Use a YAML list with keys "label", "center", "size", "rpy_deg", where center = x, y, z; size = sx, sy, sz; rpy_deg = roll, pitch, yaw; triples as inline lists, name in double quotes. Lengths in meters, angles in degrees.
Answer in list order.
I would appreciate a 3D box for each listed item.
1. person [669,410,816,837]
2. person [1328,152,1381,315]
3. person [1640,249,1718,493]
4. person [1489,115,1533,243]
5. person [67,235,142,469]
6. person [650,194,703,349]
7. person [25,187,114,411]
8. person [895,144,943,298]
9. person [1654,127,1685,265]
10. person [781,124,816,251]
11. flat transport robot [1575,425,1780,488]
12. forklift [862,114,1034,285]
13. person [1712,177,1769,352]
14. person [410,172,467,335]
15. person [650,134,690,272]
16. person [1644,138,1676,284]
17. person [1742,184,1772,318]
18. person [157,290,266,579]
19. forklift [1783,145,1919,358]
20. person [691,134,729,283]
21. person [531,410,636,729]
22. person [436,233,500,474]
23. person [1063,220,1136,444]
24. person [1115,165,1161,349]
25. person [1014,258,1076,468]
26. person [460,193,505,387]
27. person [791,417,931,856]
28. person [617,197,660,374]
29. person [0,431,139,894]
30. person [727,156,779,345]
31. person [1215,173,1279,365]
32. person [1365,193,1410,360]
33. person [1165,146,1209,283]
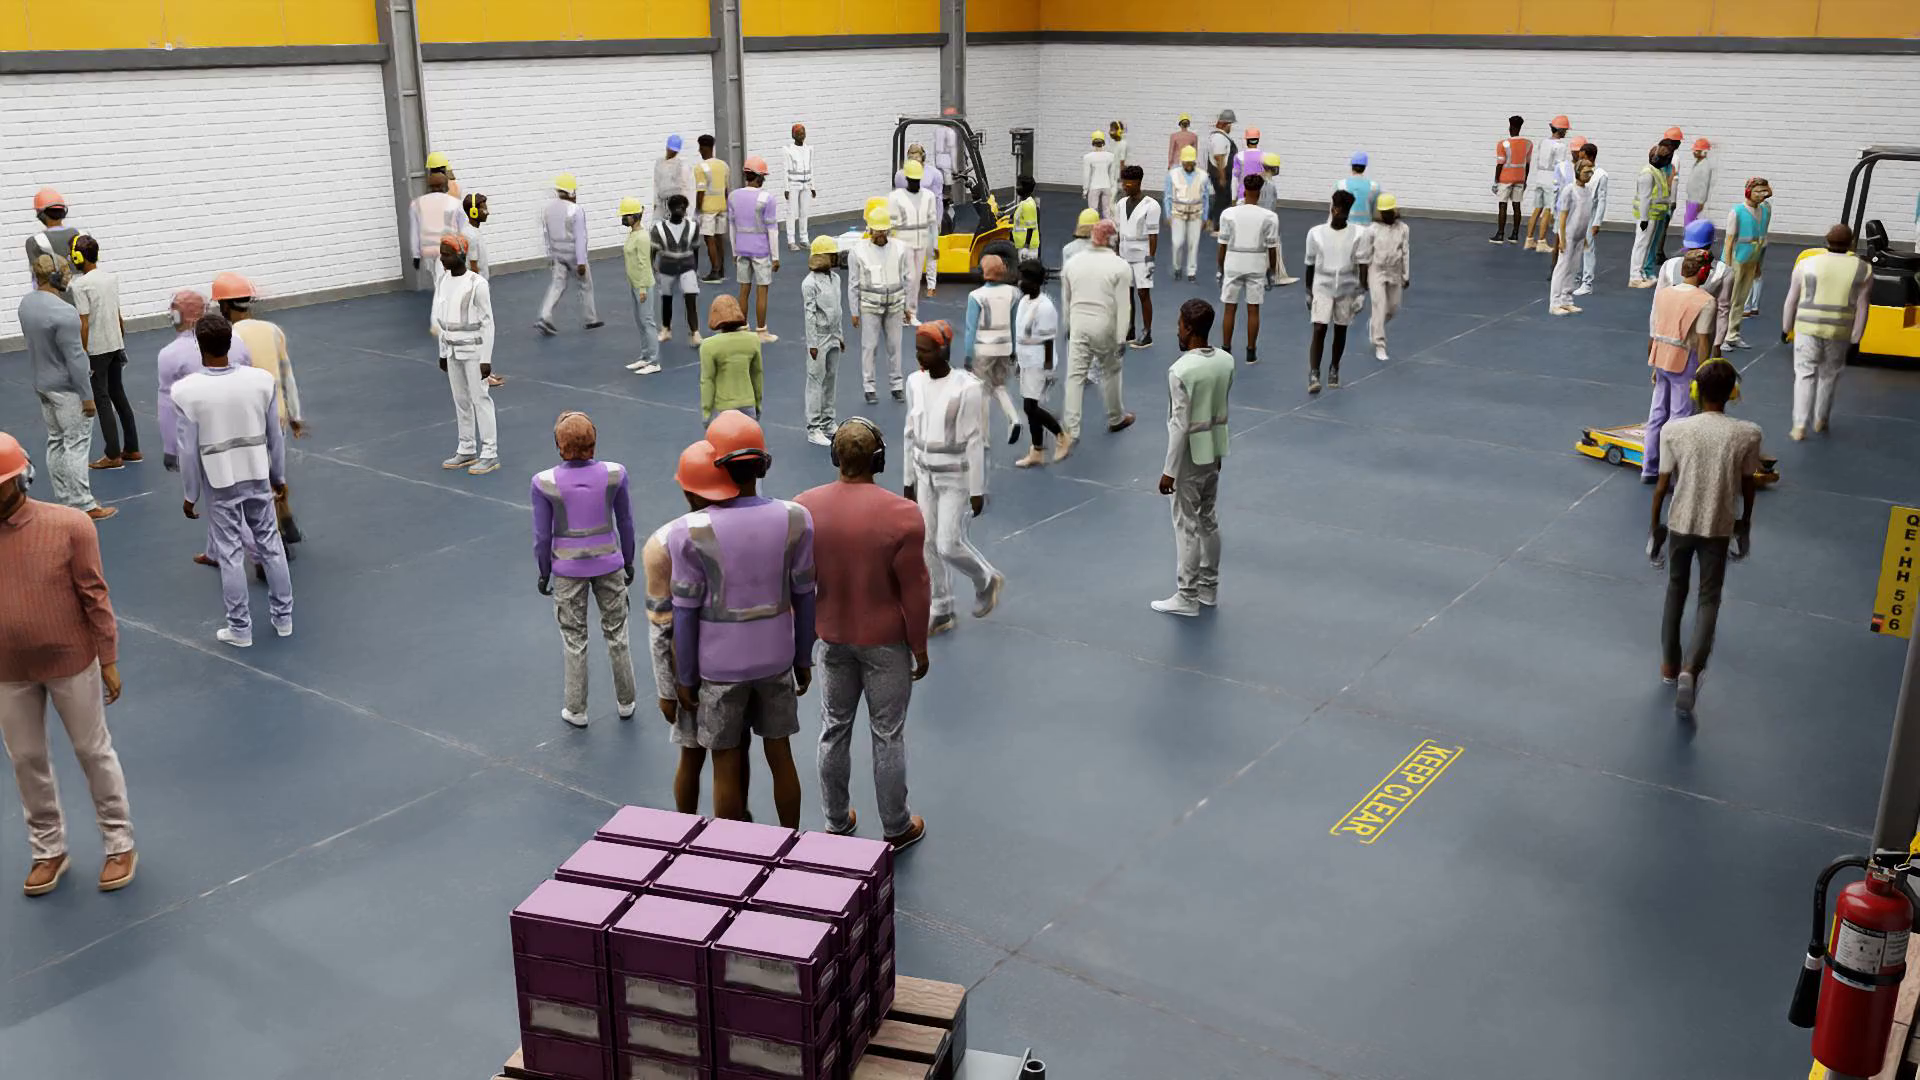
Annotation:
- label: "person"
  center: [-0.881, 0.474, 6.798]
  size: [0.601, 2.035, 0.411]
  rpy_deg: [-9, 20, -27]
- label: "person"
  center: [4.753, -3.733, 20.162]
  size: [0.628, 1.895, 0.971]
  rpy_deg: [2, 18, 7]
- label: "person"
  center: [5.423, -1.272, 12.570]
  size: [0.394, 1.836, 0.559]
  rpy_deg: [-6, 19, -17]
- label: "person"
  center: [8.599, -5.624, 25.968]
  size: [0.606, 1.966, 0.367]
  rpy_deg: [-4, 18, -14]
- label: "person"
  center: [-6.834, -1.489, 13.223]
  size: [0.343, 1.857, 0.526]
  rpy_deg: [2, 18, 7]
- label: "person"
  center: [-3.083, -2.902, 17.967]
  size: [0.581, 1.643, 0.797]
  rpy_deg: [-4, 18, -12]
- label: "person"
  center: [-8.002, -2.119, 14.892]
  size: [0.395, 2.042, 0.611]
  rpy_deg: [10, 20, 29]
- label: "person"
  center: [-0.522, -4.040, 21.081]
  size: [0.636, 1.929, 0.381]
  rpy_deg: [4, 18, 12]
- label: "person"
  center: [10.099, -4.921, 23.817]
  size: [0.358, 1.938, 0.542]
  rpy_deg: [-4, 18, -12]
- label: "person"
  center: [-2.441, -5.347, 25.236]
  size: [0.572, 1.883, 0.353]
  rpy_deg: [-15, 23, -39]
- label: "flat transport robot"
  center: [5.702, -0.687, 13.266]
  size: [0.652, 0.197, 1.431]
  rpy_deg: [-9, 20, -26]
- label: "forklift"
  center: [-0.171, -4.594, 22.377]
  size: [2.313, 2.155, 1.214]
  rpy_deg: [1, 18, 3]
- label: "person"
  center: [8.355, -2.951, 17.804]
  size: [0.571, 1.843, 0.373]
  rpy_deg: [-10, 20, -29]
- label: "person"
  center: [-5.880, -3.236, 18.805]
  size: [0.637, 1.793, 0.928]
  rpy_deg: [3, 18, 10]
- label: "person"
  center: [-3.991, -4.598, 22.843]
  size: [0.646, 1.909, 0.444]
  rpy_deg: [12, 21, 33]
- label: "person"
  center: [9.241, -4.373, 22.137]
  size: [0.597, 1.915, 0.371]
  rpy_deg: [-13, 22, -34]
- label: "person"
  center: [9.407, -3.450, 19.723]
  size: [0.505, 1.628, 0.278]
  rpy_deg: [-16, 24, -41]
- label: "person"
  center: [-4.728, -0.655, 10.602]
  size: [0.818, 1.874, 0.684]
  rpy_deg: [7, 19, 21]
- label: "forklift"
  center: [9.803, -2.879, 17.013]
  size: [2.313, 2.155, 1.214]
  rpy_deg: [12, 21, 33]
- label: "person"
  center: [-3.350, -4.412, 22.238]
  size: [0.459, 1.958, 0.646]
  rpy_deg: [11, 21, 31]
- label: "person"
  center: [-1.888, 0.155, 8.417]
  size: [0.514, 1.642, 0.311]
  rpy_deg: [-8, 19, -23]
- label: "person"
  center: [-3.895, -1.460, 13.078]
  size: [0.584, 1.882, 0.347]
  rpy_deg: [12, 21, 33]
- label: "person"
  center: [1.175, -1.773, 14.094]
  size: [0.698, 1.846, 0.981]
  rpy_deg: [10, 20, 29]
- label: "person"
  center: [1.887, -3.064, 17.992]
  size: [0.388, 1.951, 0.615]
  rpy_deg: [-14, 23, -38]
- label: "person"
  center: [0.617, -1.396, 13.213]
  size: [0.404, 1.671, 0.526]
  rpy_deg: [-6, 19, -17]
- label: "person"
  center: [-4.654, -2.414, 16.104]
  size: [0.325, 1.862, 0.511]
  rpy_deg: [-5, 19, -16]
- label: "person"
  center: [-0.420, 0.422, 7.101]
  size: [0.627, 1.941, 0.371]
  rpy_deg: [5, 18, 16]
- label: "person"
  center: [-3.234, -2.549, 16.690]
  size: [0.333, 1.759, 0.517]
  rpy_deg: [-8, 19, -23]
- label: "person"
  center: [-3.759, 0.505, 6.775]
  size: [0.630, 1.980, 0.410]
  rpy_deg: [-4, 18, -11]
- label: "person"
  center: [-2.217, -3.144, 18.119]
  size: [0.611, 2.030, 0.410]
  rpy_deg: [9, 20, 27]
- label: "person"
  center: [2.937, -2.769, 17.070]
  size: [0.629, 1.949, 0.387]
  rpy_deg: [3, 18, 9]
- label: "person"
  center: [4.464, -2.797, 17.526]
  size: [0.499, 1.715, 0.700]
  rpy_deg: [-3, 18, -9]
- label: "person"
  center: [3.031, -4.337, 22.185]
  size: [0.603, 1.809, 0.457]
  rpy_deg: [-1, 18, -2]
